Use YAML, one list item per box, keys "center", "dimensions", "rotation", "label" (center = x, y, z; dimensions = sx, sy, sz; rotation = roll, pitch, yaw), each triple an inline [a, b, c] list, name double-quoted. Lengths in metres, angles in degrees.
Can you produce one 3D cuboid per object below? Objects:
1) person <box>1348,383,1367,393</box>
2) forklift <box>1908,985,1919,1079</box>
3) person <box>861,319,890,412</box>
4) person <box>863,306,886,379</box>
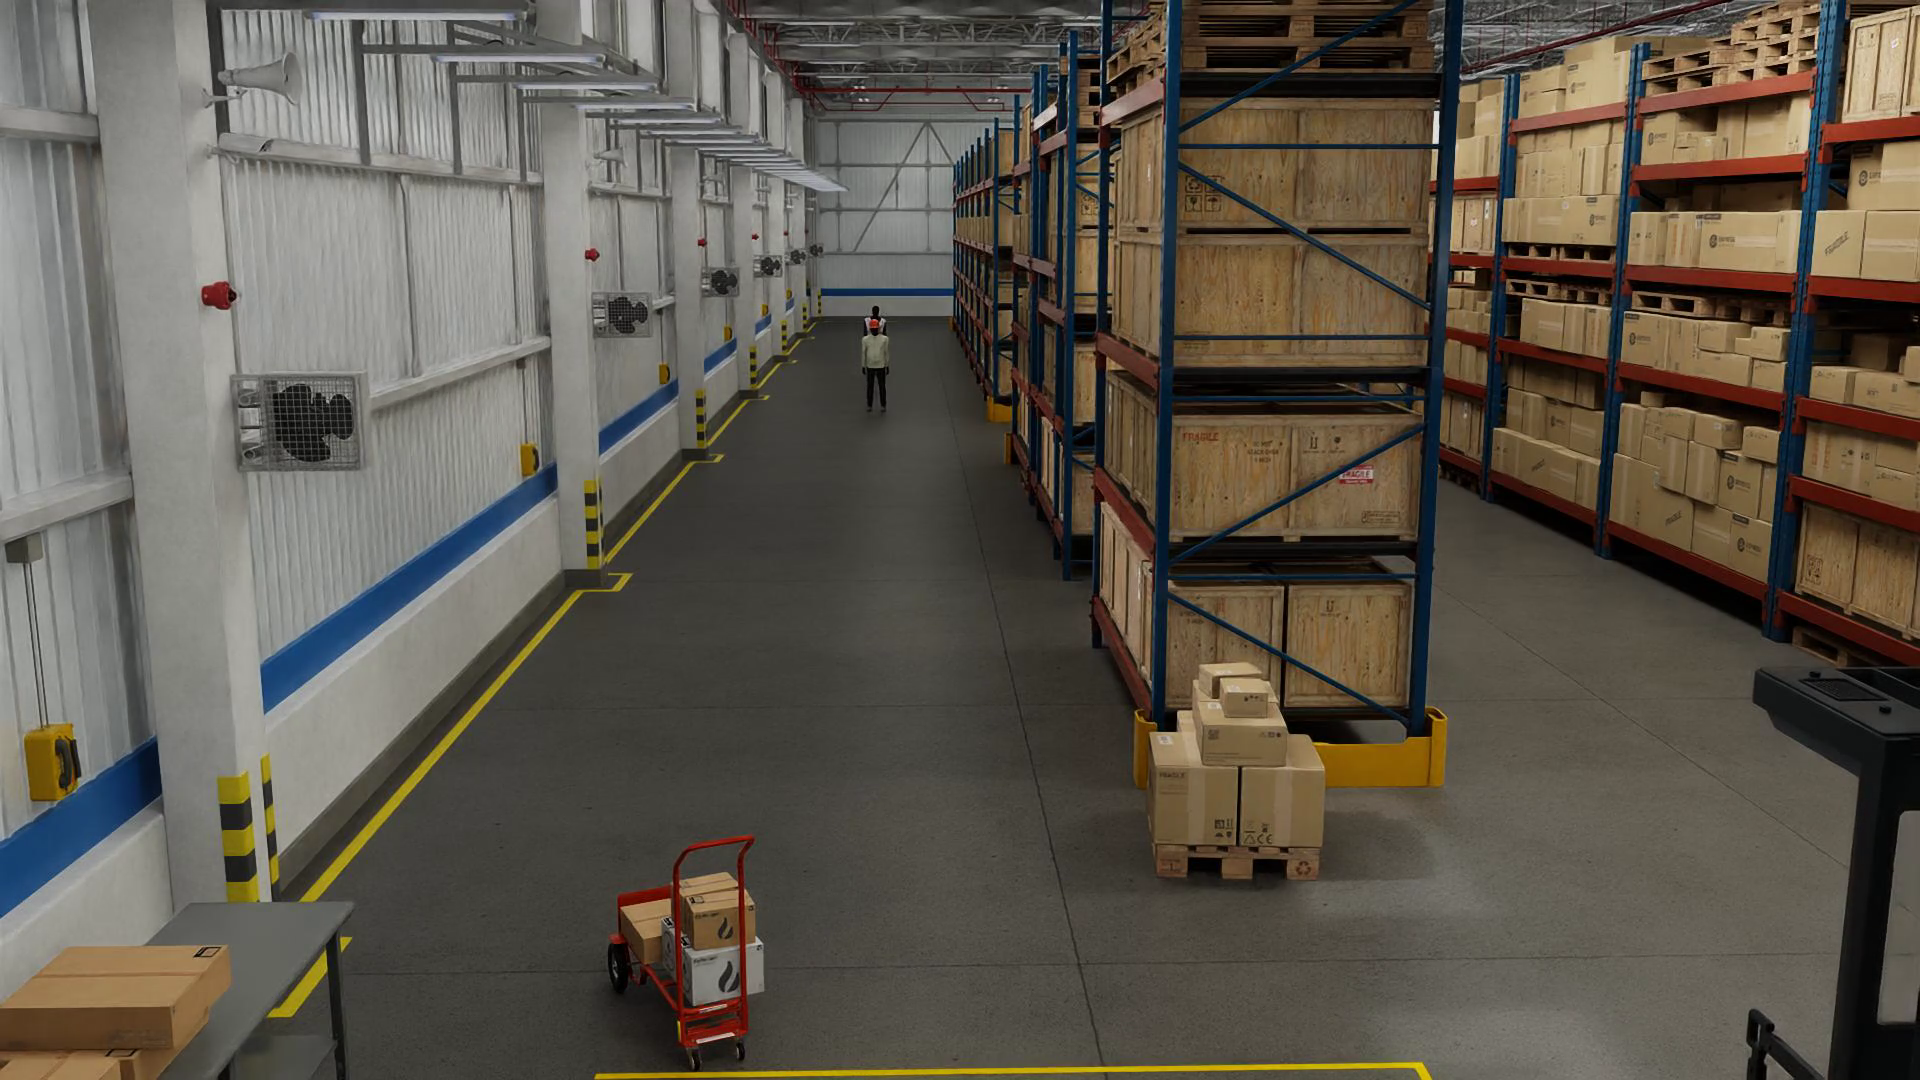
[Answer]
- center: [7.623, -2.936, 31.699]
  dimensions: [0.466, 1.891, 0.655]
  rotation: [2, 11, 8]
  label: "person"
- center: [3.157, 1.766, 4.660]
  dimensions: [1.129, 2.768, 1.873]
  rotation: [0, 11, -2]
  label: "forklift"
- center: [-1.799, -3.730, 35.599]
  dimensions: [0.622, 1.985, 0.407]
  rotation: [0, 11, 2]
  label: "person"
- center: [-2.189, -5.067, 42.766]
  dimensions: [0.597, 1.906, 0.415]
  rotation: [-2, 11, -12]
  label: "person"
